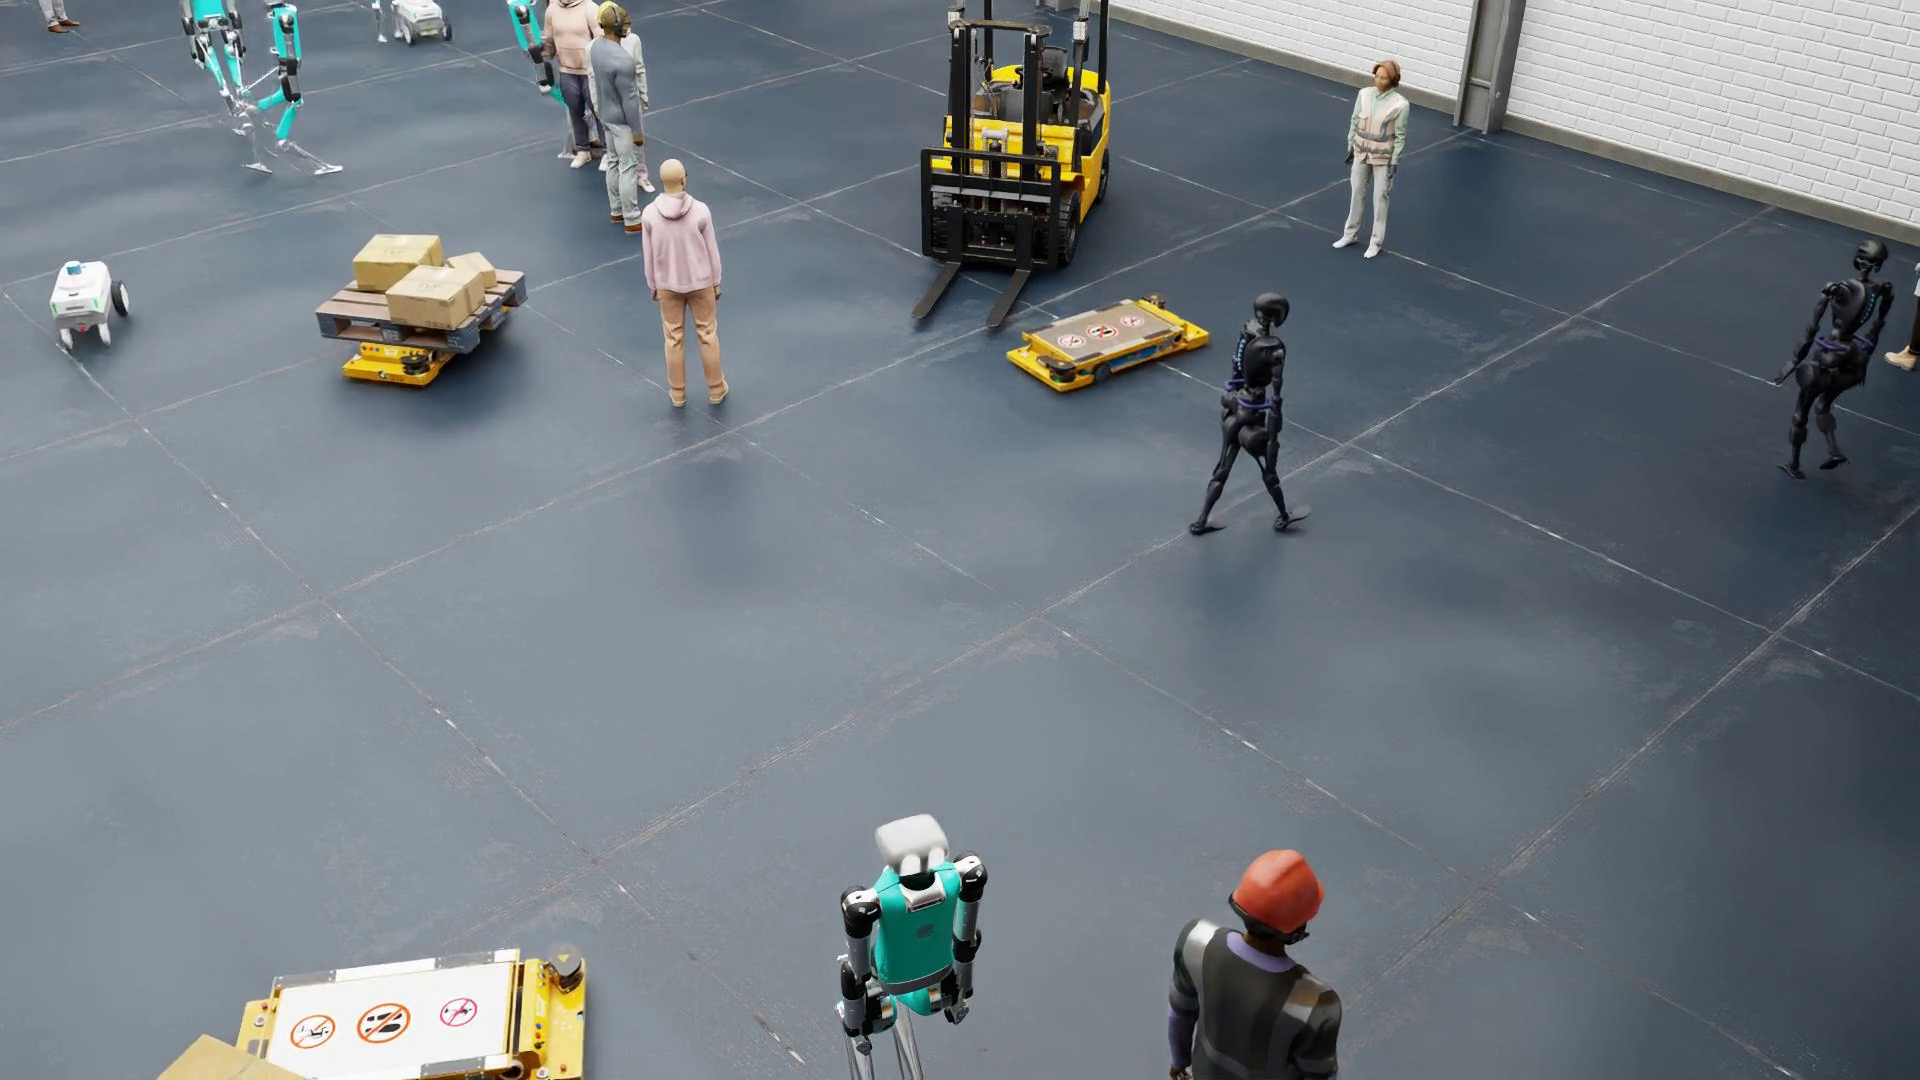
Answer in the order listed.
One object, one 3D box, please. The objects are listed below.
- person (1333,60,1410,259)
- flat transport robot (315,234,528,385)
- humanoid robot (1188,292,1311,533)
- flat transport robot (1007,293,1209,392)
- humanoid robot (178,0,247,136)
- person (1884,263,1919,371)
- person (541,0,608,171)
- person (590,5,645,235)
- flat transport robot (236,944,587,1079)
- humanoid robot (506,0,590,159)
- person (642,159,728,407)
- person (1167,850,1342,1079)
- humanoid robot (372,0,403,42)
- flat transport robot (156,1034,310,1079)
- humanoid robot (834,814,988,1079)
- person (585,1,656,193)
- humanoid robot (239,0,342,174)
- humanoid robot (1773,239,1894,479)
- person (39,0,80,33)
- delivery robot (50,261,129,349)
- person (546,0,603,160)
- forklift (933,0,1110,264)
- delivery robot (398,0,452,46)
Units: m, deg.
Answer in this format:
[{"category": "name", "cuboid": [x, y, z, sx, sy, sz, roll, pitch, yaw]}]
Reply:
[{"category": "person", "cuboid": [3.427, -3.162, 13.770, 0.306, 1.644, 0.513, -28, 43, -36]}, {"category": "flat transport robot", "cuboid": [-4.031, -1.598, 12.630, 0.659, 0.231, 1.431, 7, 34, 11]}, {"category": "humanoid robot", "cuboid": [1.812, -0.773, 10.100, 0.757, 1.629, 0.608, -10, 34, -15]}, {"category": "flat transport robot", "cuboid": [1.118, -1.487, 12.459, 1.431, 0.231, 0.659, -21, 38, -29]}, {"category": "humanoid robot", "cuboid": [-7.118, -4.714, 16.056, 0.547, 1.731, 0.978, -21, 38, -29]}, {"category": "person", "cuboid": [7.132, -2.029, 11.981, 0.539, 1.695, 0.315, -11, 35, -16]}, {"category": "person", "cuboid": [-3.517, -4.376, 15.448, 0.818, 1.854, 0.434, 7, 34, 11]}, {"category": "person", "cuboid": [-2.879, -3.559, 14.123, 0.360, 1.931, 0.628, -20, 38, -28]}, {"category": "flat transport robot", "cuboid": [-2.309, 2.082, 6.973, 1.431, 0.231, 0.659, -5, 33, -8]}, {"category": "humanoid robot", "cuboid": [-3.739, -4.359, 15.578, 0.790, 1.829, 0.542, -10, 34, -15]}, {"category": "person", "cuboid": [-1.899, -1.746, 11.470, 0.523, 1.781, 0.406, -3, 33, -4]}, {"category": "person", "cuboid": [0.992, 1.853, 5.701, 0.605, 2.045, 0.387, 24, 40, 32]}, {"category": "humanoid robot", "cuboid": [-6.576, -6.523, 18.848, 0.531, 1.777, 0.726, -9, 34, -14]}, {"category": "flat transport robot", "cuboid": [-2.777, 2.758, 5.935, 1.431, 0.231, 0.659, 26, 41, 34]}, {"category": "humanoid robot", "cuboid": [-0.262, 1.586, 6.268, 0.533, 1.676, 0.735, -14, 36, -20]}, {"category": "person", "cuboid": [-3.034, -3.929, 14.853, 0.531, 1.754, 0.340, -18, 37, -25]}, {"category": "humanoid robot", "cuboid": [-6.359, -4.110, 15.191, 1.005, 1.785, 0.532, -14, 35, -20]}, {"category": "humanoid robot", "cuboid": [5.571, -1.138, 10.633, 0.615, 1.650, 0.370, -7, 34, -10]}, {"category": "person", "cuboid": [-10.644, -6.743, 19.267, 0.333, 1.651, 0.458, 2, 33, 2]}, {"category": "delivery robot", "cuboid": [-6.720, -1.844, 12.759, 0.499, 0.609, 0.812, -10, 34, -15]}, {"category": "person", "cuboid": [-3.634, -4.562, 15.715, 0.409, 1.877, 0.554, 6, 33, 9]}, {"category": "forklift", "cuboid": [0.570, -3.725, 14.138, 1.214, 2.155, 2.313, 9, 34, 13]}, {"category": "delivery robot", "cuboid": [-6.234, -6.056, 19.236, 0.499, 0.614, 0.803, -19, 38, -26]}]
